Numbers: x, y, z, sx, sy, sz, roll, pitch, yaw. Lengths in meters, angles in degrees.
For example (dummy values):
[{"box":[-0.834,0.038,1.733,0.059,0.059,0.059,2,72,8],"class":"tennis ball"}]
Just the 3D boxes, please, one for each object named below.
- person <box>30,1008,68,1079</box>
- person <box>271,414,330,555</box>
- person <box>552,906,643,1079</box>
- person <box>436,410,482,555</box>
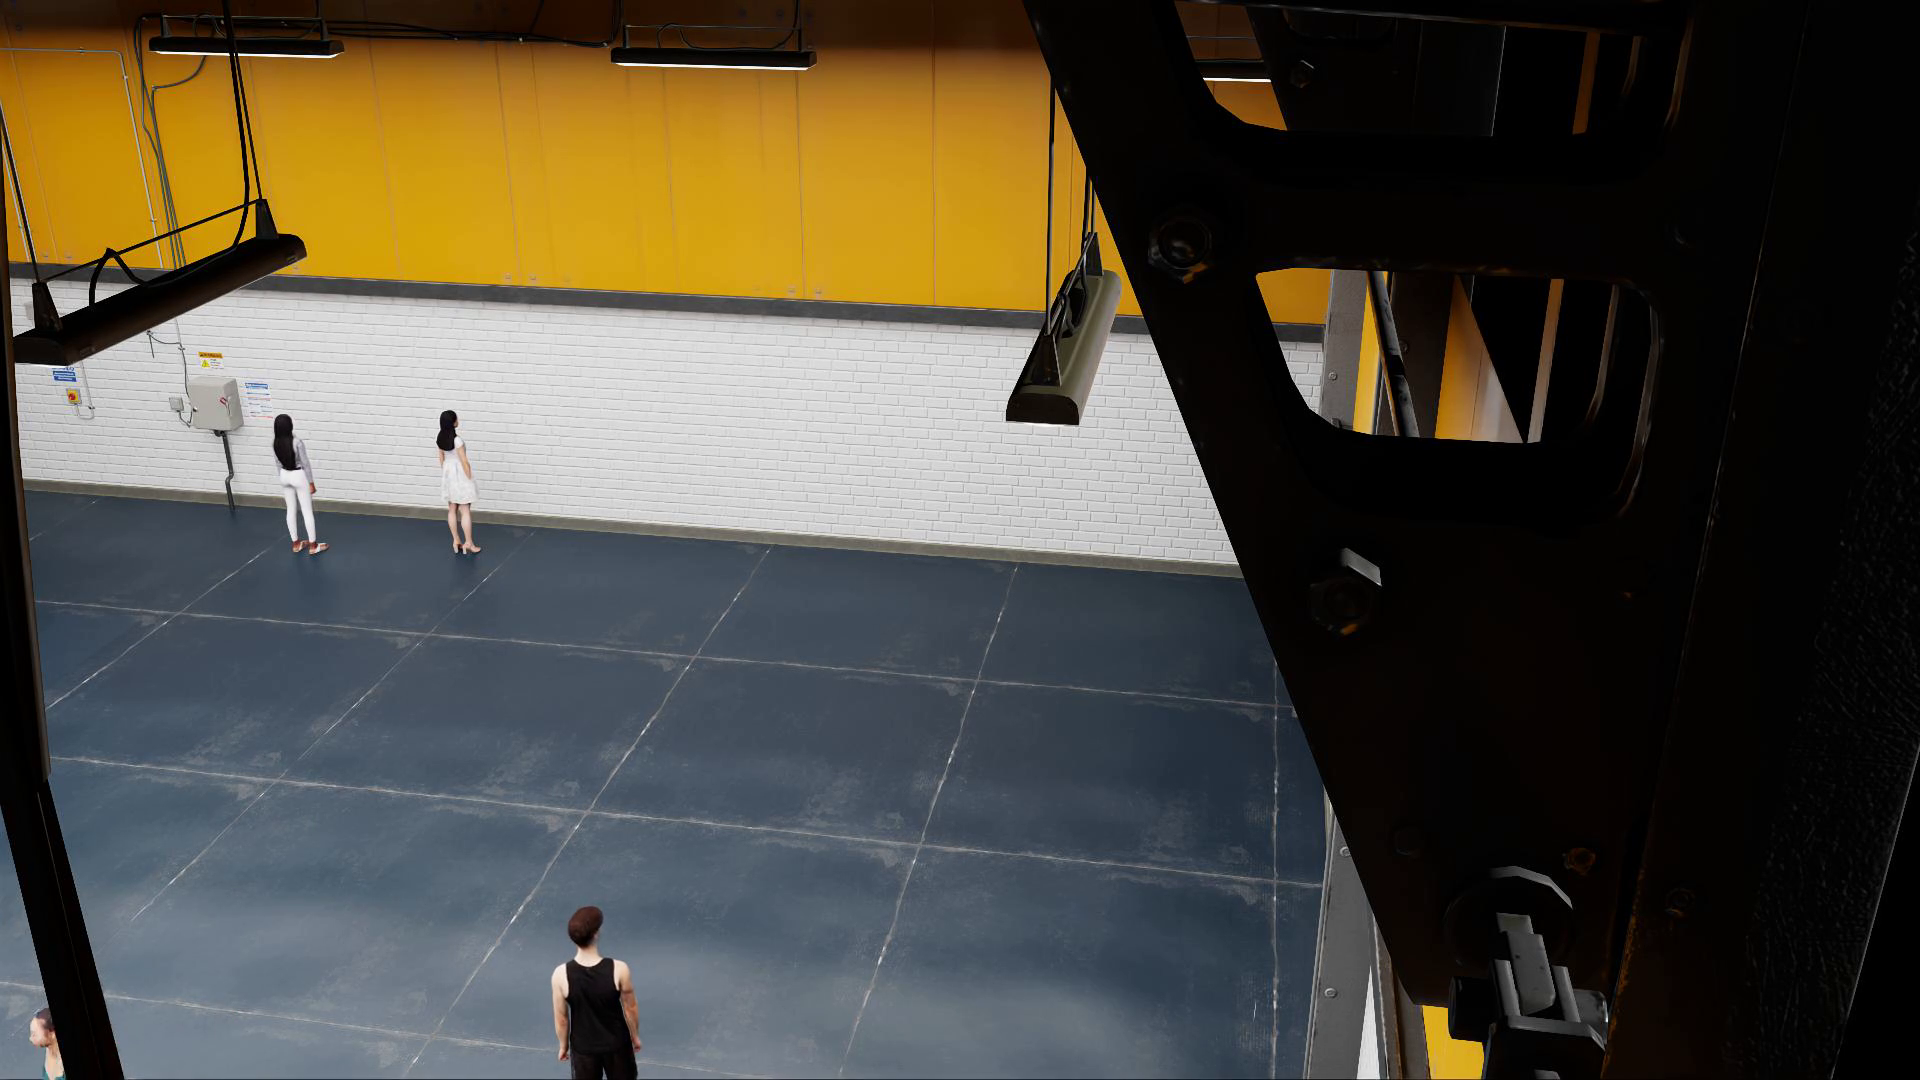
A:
[{"box":[-5.257,3.492,10.149,0.818,1.670,0.941,17,29,33],"class":"person"},{"box":[-7.837,-0.678,19.621,0.616,1.724,0.552,7,25,15],"class":"person"},{"box":[-2.297,3.177,10.593,0.747,1.891,0.694,-4,24,-9],"class":"person"},{"box":[-5.917,-0.684,19.571,0.735,1.775,0.746,13,27,27],"class":"person"}]
